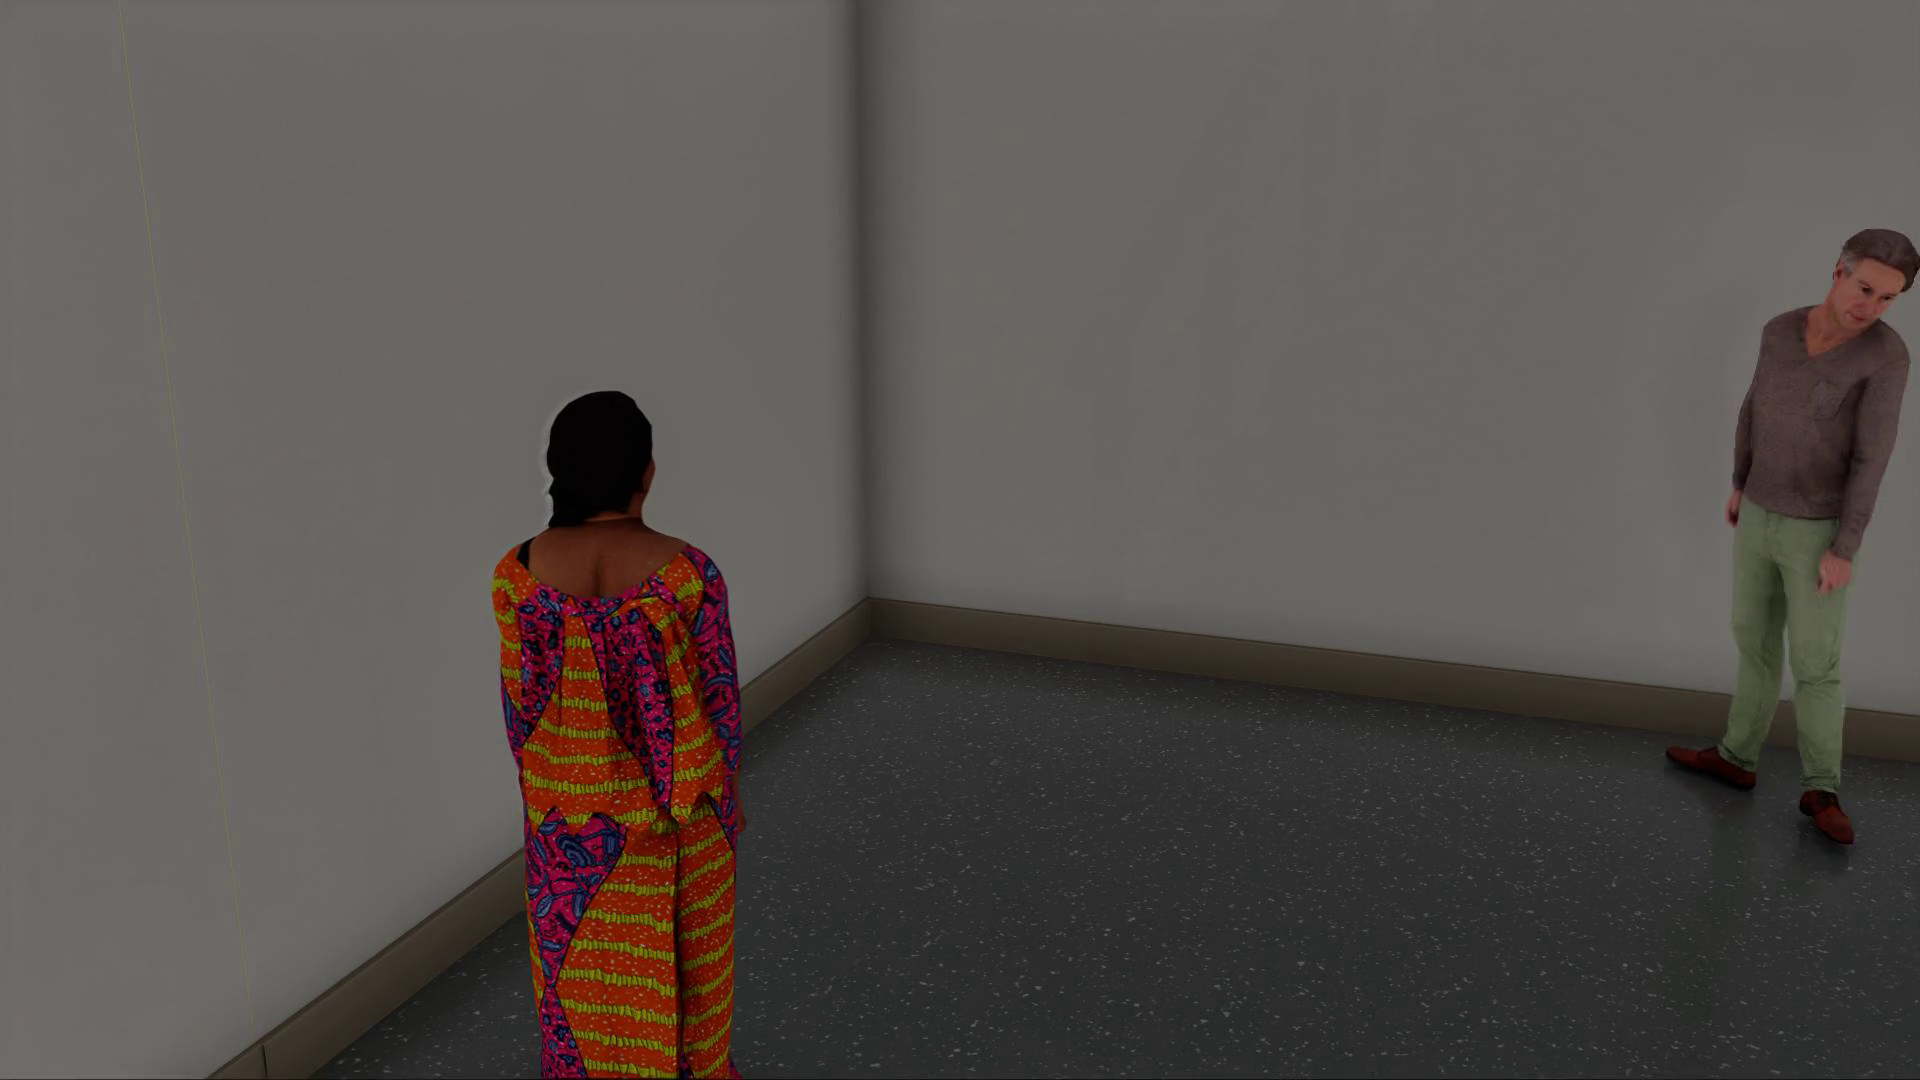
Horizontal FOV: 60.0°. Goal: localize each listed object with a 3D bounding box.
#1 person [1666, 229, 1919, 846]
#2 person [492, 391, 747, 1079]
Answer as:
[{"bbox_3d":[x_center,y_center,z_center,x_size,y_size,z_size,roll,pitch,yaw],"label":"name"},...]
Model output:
[{"bbox_3d":[2.547,-0.047,5.109,1.003,1.828,0.874,-1,16,-5],"label":"person"},{"bbox_3d":[-0.697,0.491,3.463,0.728,1.685,0.746,1,16,3],"label":"person"}]
